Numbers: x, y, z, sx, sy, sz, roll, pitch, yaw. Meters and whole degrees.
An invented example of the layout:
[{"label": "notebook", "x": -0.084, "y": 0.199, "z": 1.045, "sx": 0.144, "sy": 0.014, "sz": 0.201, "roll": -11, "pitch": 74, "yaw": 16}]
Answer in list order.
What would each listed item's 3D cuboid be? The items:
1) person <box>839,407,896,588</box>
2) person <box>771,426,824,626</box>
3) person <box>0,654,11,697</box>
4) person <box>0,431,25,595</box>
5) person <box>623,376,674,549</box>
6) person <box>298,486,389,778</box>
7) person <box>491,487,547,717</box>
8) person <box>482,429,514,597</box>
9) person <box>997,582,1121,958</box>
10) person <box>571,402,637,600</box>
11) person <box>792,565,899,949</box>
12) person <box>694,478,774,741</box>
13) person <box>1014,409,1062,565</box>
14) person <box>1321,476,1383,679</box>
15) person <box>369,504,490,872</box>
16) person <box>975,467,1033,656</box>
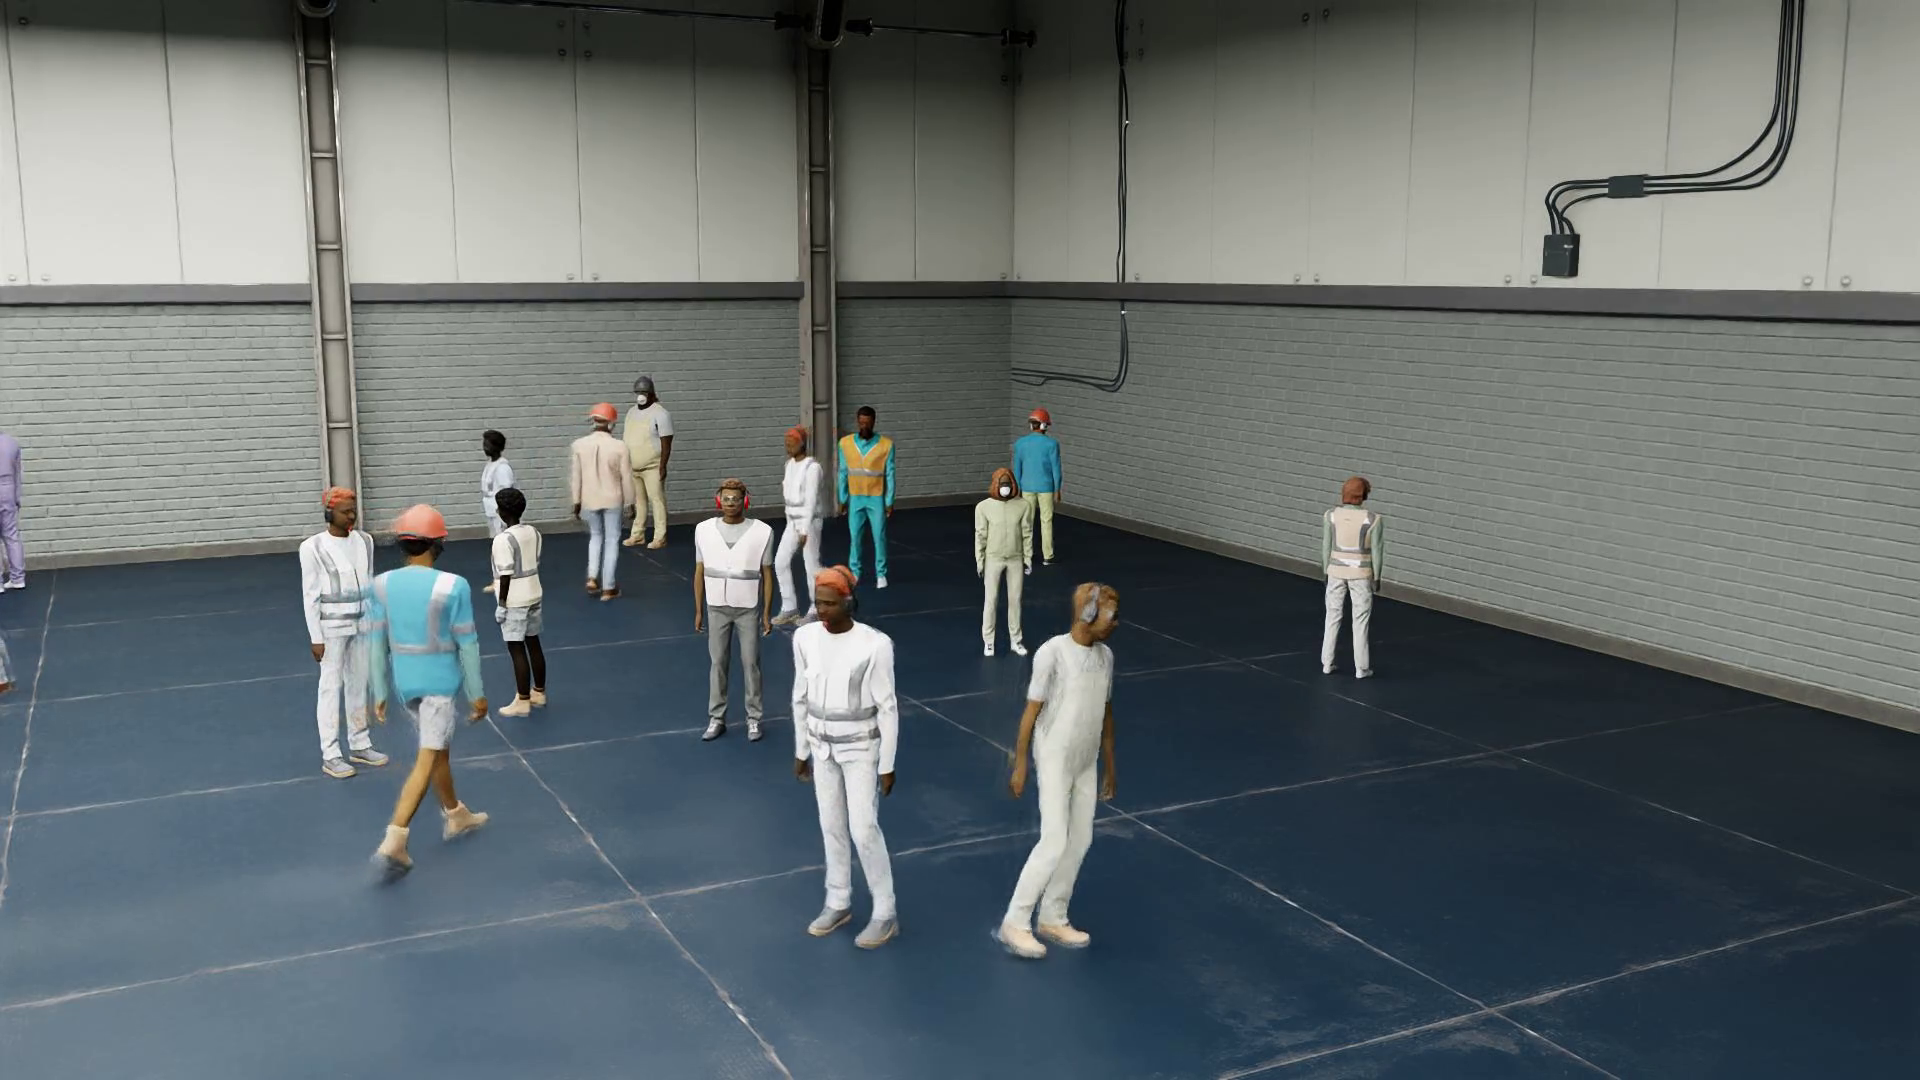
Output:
[{"label": "person", "x": -0.957, "y": -0.439, "z": 17.191, "sx": 0.598, "sy": 1.899, "sz": 0.421, "roll": 2, "pitch": 9, "yaw": 13}, {"label": "person", "x": -1.500, "y": -0.110, "z": 15.252, "sx": 0.622, "sy": 1.862, "sz": 0.578, "roll": -7, "pitch": 12, "yaw": -39}, {"label": "person", "x": -7.688, "y": 0.351, "z": 12.362, "sx": 0.653, "sy": 1.870, "sz": 1.080, "roll": 8, "pitch": 12, "yaw": 39}, {"label": "person", "x": -9.841, "y": -0.398, "z": 16.897, "sx": 0.403, "sy": 1.904, "sz": 0.652, "roll": 3, "pitch": 10, "yaw": 15}, {"label": "person", "x": -3.749, "y": -0.918, "z": 19.684, "sx": 0.687, "sy": 2.000, "sz": 0.538, "roll": 6, "pitch": 11, "yaw": 33}, {"label": "person", "x": -4.022, "y": 0.590, "z": 10.880, "sx": 0.355, "sy": 1.882, "sz": 0.576, "roll": 4, "pitch": 10, "yaw": 25}, {"label": "person", "x": -3.266, "y": 0.453, "z": 12.283, "sx": 0.319, "sy": 1.698, "sz": 0.539, "roll": 3, "pitch": 10, "yaw": 15}, {"label": "person", "x": -4.651, "y": -0.272, "z": 16.769, "sx": 0.317, "sy": 1.693, "sz": 0.540, "roll": -6, "pitch": 11, "yaw": -31}, {"label": "person", "x": 0.516, "y": 1.100, "z": 8.025, "sx": 0.630, "sy": 1.792, "sz": 0.333, "roll": -9, "pitch": 13, "yaw": -43}, {"label": "person", "x": -3.545, "y": -0.390, "z": 16.641, "sx": 0.638, "sy": 1.969, "sz": 0.466, "roll": 2, "pitch": 9, "yaw": 12}, {"label": "person", "x": -0.561, "y": 1.045, "z": 8.122, "sx": 0.597, "sy": 1.878, "sz": 0.353, "roll": 6, "pitch": 11, "yaw": 34}, {"label": "person", "x": -1.575, "y": 0.483, "z": 11.641, "sx": 0.565, "sy": 1.850, "sz": 0.390, "roll": 1, "pitch": 9, "yaw": 3}, {"label": "person", "x": 0.887, "y": -0.597, "z": 18.620, "sx": 0.563, "sy": 1.741, "sz": 0.339, "roll": 4, "pitch": 10, "yaw": 25}, {"label": "person", "x": 3.159, "y": 0.302, "z": 13.442, "sx": 0.510, "sy": 1.630, "sz": 0.316, "roll": 6, "pitch": 11, "yaw": 34}, {"label": "person", "x": -2.989, "y": 0.800, "z": 9.244, "sx": 0.618, "sy": 2.003, "sz": 1.044, "roll": 3, "pitch": 10, "yaw": 20}, {"label": "person", "x": 0.374, "y": 0.187, "z": 14.161, "sx": 0.499, "sy": 1.627, "sz": 0.279, "roll": -2, "pitch": 9, "yaw": -12}]
